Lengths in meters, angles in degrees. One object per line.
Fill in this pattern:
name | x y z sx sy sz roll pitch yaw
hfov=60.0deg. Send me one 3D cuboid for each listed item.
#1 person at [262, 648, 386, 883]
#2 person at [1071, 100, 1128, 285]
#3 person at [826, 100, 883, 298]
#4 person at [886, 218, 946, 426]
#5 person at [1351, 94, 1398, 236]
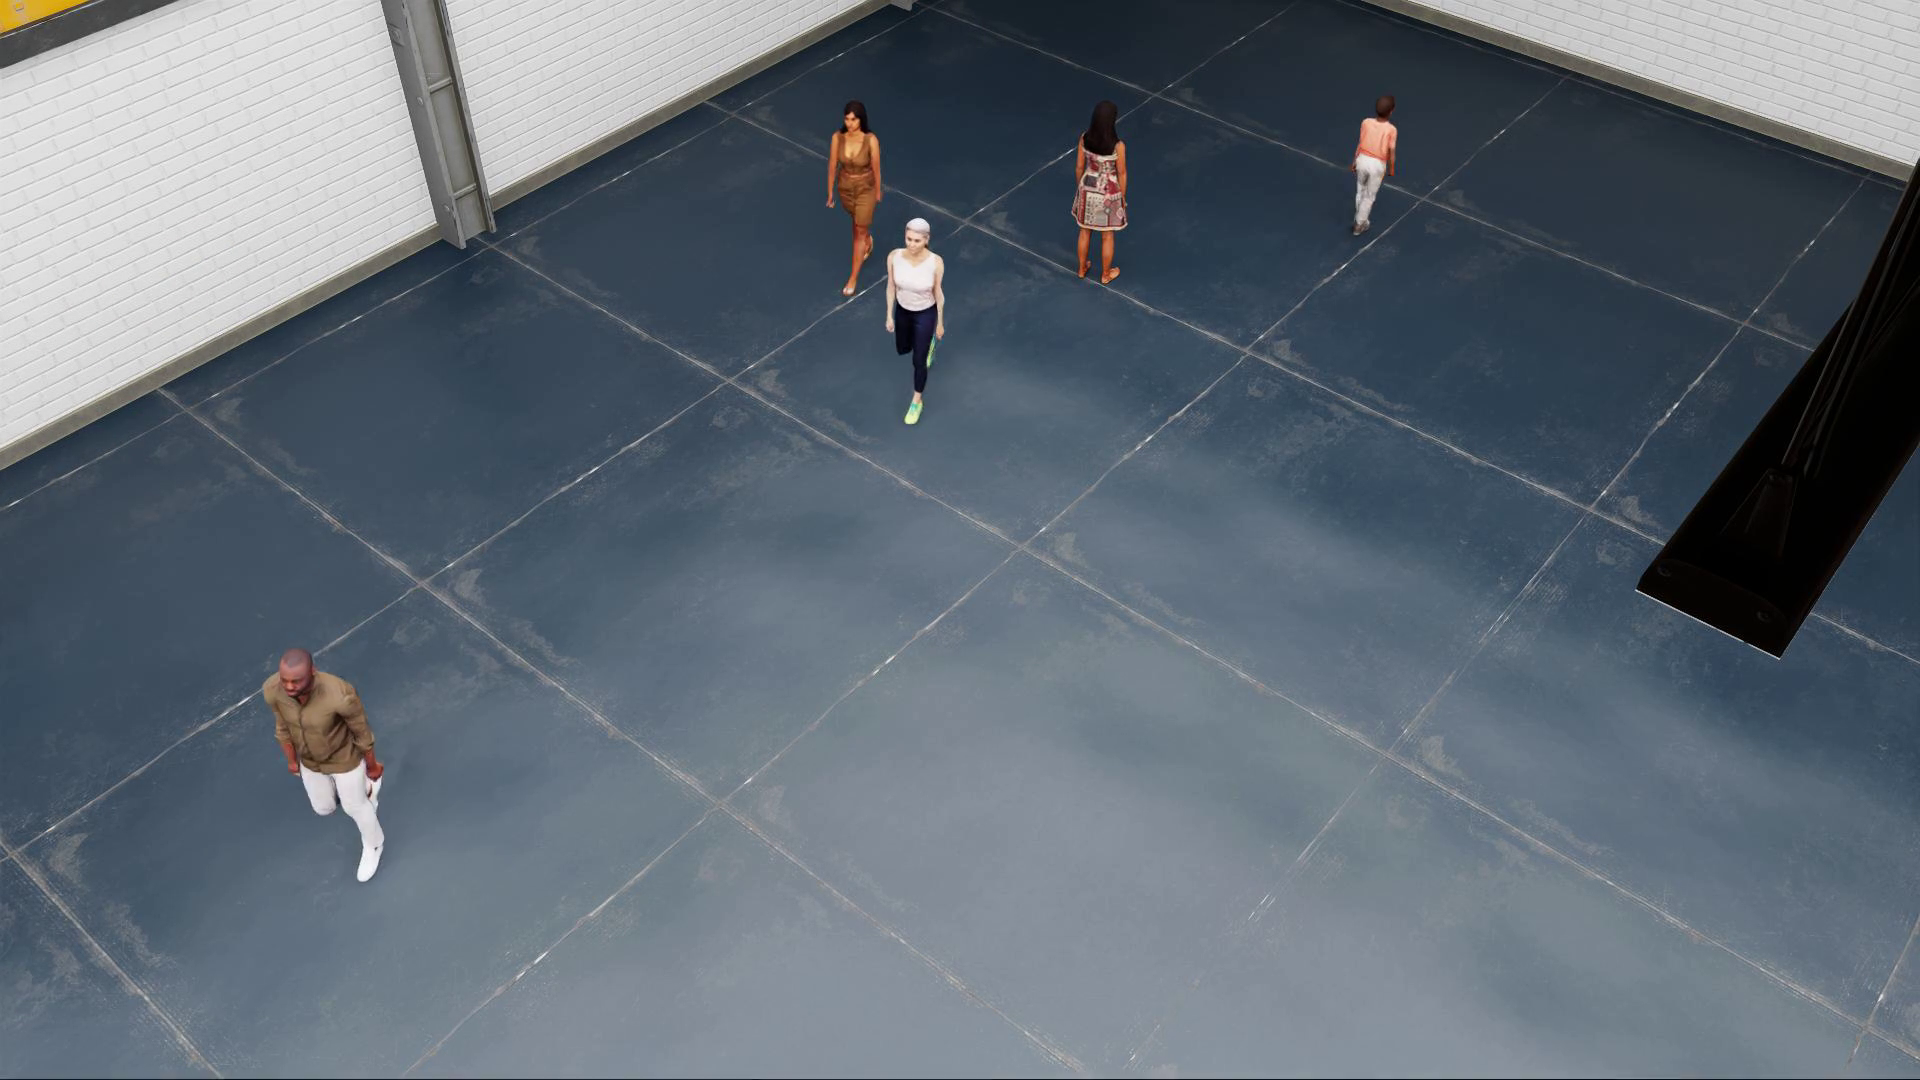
person | -3.531 1.170 9.461 0.908 1.808 0.975 7 44 8
person | 1.162 -2.890 13.843 0.701 1.643 0.620 18 47 18
person | -0.838 -2.936 13.895 0.853 1.639 1.170 13 45 13
person | -0.312 -1.743 12.607 0.834 1.687 1.080 13 45 13
person | 3.554 -3.244 14.463 0.512 1.300 0.626 28 50 26
